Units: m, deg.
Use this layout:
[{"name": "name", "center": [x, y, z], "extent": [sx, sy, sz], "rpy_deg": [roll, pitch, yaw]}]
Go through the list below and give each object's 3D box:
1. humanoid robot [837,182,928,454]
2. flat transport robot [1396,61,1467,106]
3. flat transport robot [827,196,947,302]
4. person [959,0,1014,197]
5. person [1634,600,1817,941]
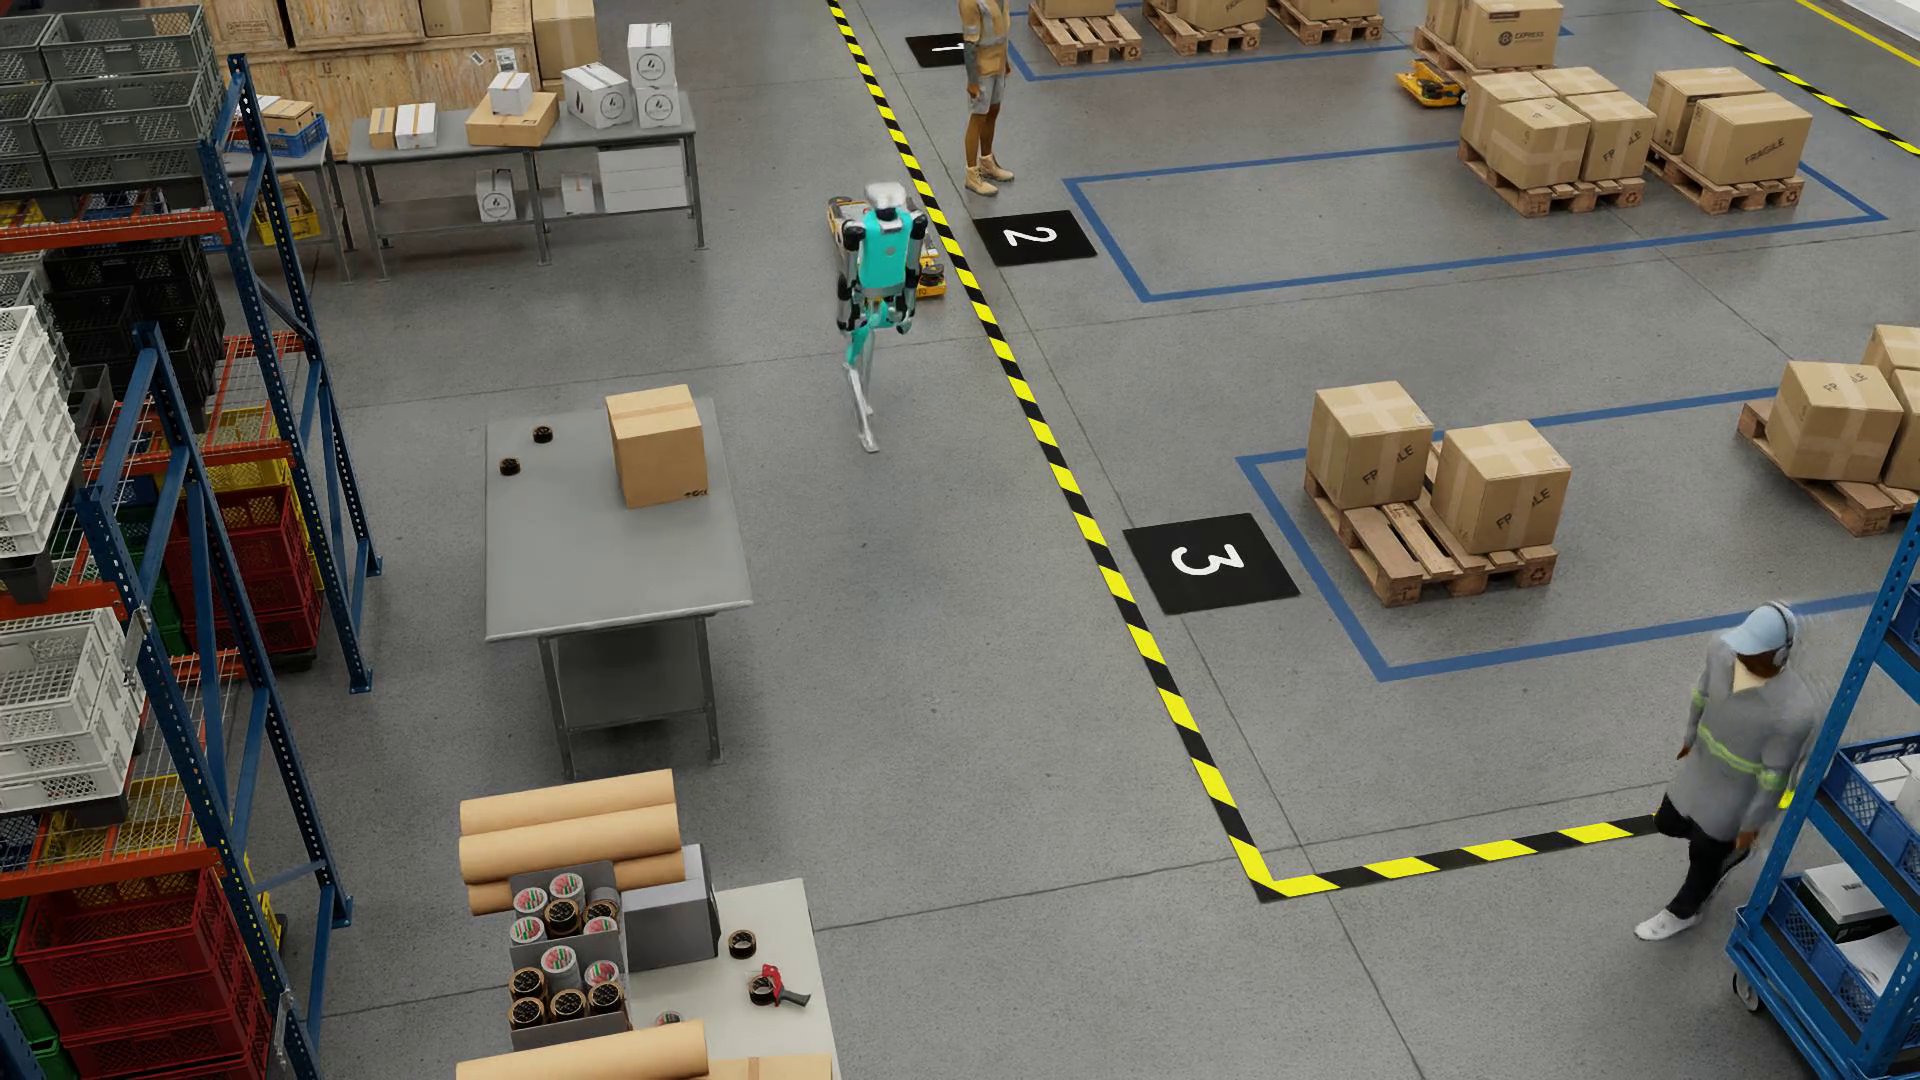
[{"name": "humanoid robot", "center": [-0.576, -1.466, 10.300], "extent": [0.547, 1.774, 0.818], "rpy_deg": [-16, 40, -20]}, {"name": "flat transport robot", "center": [4.800, -4.239, 15.228], "extent": [1.431, 0.197, 0.652], "rpy_deg": [-8, 37, -10]}, {"name": "flat transport robot", "center": [-0.570, -2.220, 12.538], "extent": [0.659, 0.231, 1.431], "rpy_deg": [-8, 37, -10]}, {"name": "person", "center": [0.233, -3.740, 13.092], "extent": [0.359, 2.046, 0.613], "rpy_deg": [18, 40, 22]}, {"name": "person", "center": [3.219, 0.966, 6.948], "extent": [0.573, 1.838, 0.599], "rpy_deg": [-11, 38, -14]}]
